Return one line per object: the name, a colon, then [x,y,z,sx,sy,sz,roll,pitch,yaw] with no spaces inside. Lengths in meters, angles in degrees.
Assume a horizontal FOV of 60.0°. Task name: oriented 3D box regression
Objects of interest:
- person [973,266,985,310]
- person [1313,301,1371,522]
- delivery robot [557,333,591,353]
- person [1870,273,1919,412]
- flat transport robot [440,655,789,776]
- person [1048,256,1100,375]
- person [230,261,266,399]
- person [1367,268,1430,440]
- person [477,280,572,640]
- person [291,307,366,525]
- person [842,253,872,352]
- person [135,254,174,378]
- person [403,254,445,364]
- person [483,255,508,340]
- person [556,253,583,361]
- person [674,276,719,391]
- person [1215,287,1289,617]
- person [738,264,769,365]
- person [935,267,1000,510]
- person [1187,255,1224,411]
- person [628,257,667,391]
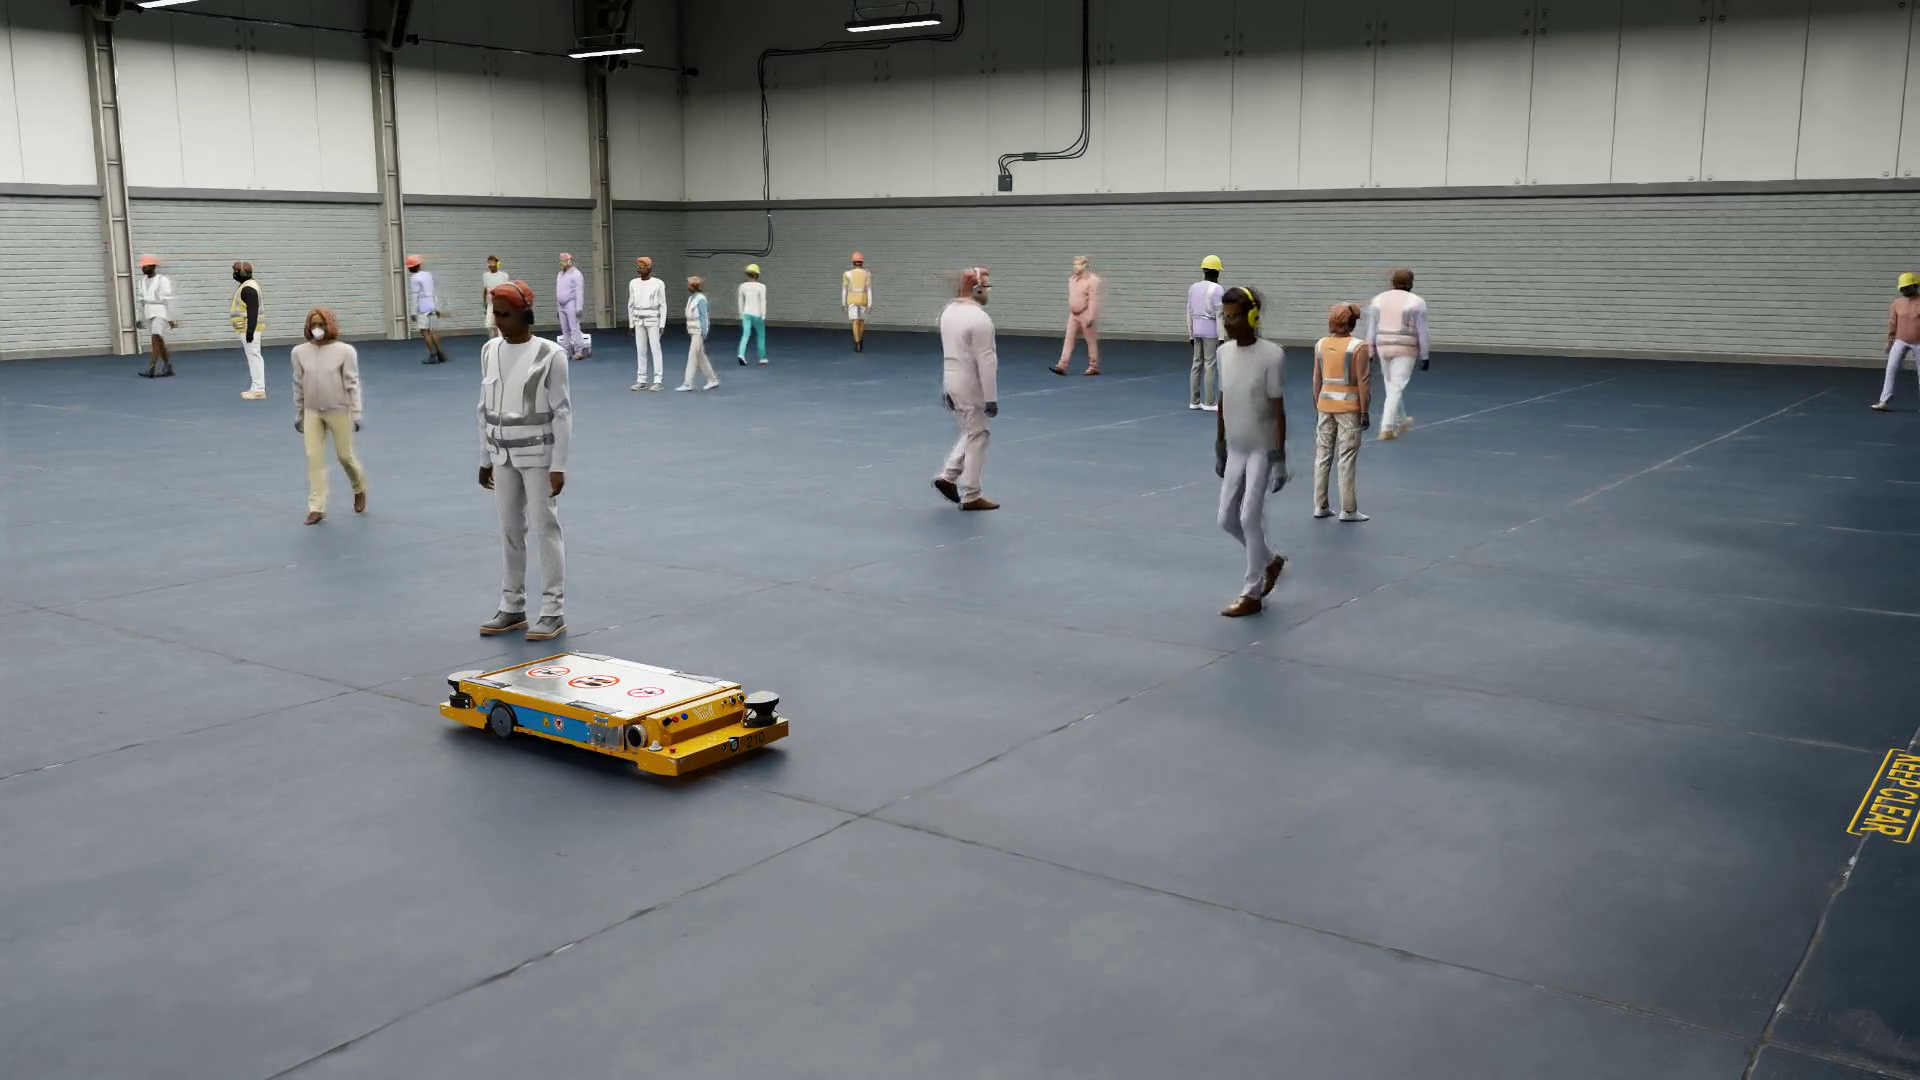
person: [0.298,-4.887,34.557,0.499,1.609,0.738,0,10,0]
person: [2.854,-0.956,12.459,0.309,1.645,0.514,-8,13,-37]
delivery robot: [-6.996,-3.618,30.151,0.477,0.478,0.707,3,11,18]
person: [11.629,-2.408,20.402,0.749,1.706,0.547,-9,13,-40]
flat transport robot: [-1.478,0.700,7.023,1.431,0.197,0.652,7,12,35]
person: [1.830,-3.490,26.019,0.951,1.860,0.679,-9,13,-40]
person: [-9.528,-2.806,22.265,0.429,1.842,0.629,-4,11,-23]
person: [4.742,-1.985,17.761,0.656,1.801,0.930,10,14,44]
person: [-2.301,-0.415,8.747,0.572,1.887,0.354,5,11,26]
person: [-4.759,-0.953,12.533,0.515,1.613,0.708,0,10,0]
person: [-1.978,-4.572,32.036,0.562,1.884,0.990,-2,10,-10]
person: [-12.530,-3.446,25.679,0.563,1.899,0.877,4,11,23]
person: [-9.243,-3.964,28.608,0.525,1.890,0.569,2,10,9]
person: [-8.659,-4.378,31.016,0.548,1.862,0.434,1,10,6]
person: [-6.975,-4.144,29.585,0.651,1.904,0.403,9,13,41]
person: [-3.728,-2.915,23.514,0.703,1.613,0.534,-5,11,-27]
person: [1.665,-0.494,9.323,0.537,1.841,0.583,-8,13,-37]
person: [-3.565,-3.853,28.444,0.536,1.729,0.879,3,11,19]
person: [0.112,-1.163,12.924,0.433,1.888,0.665,-5,11,-26]
person: [3.079,-2.560,20.647,0.382,1.924,0.594,-7,12,-34]
person: [-4.411,-3.038,23.450,0.577,1.882,0.349,4,11,21]
